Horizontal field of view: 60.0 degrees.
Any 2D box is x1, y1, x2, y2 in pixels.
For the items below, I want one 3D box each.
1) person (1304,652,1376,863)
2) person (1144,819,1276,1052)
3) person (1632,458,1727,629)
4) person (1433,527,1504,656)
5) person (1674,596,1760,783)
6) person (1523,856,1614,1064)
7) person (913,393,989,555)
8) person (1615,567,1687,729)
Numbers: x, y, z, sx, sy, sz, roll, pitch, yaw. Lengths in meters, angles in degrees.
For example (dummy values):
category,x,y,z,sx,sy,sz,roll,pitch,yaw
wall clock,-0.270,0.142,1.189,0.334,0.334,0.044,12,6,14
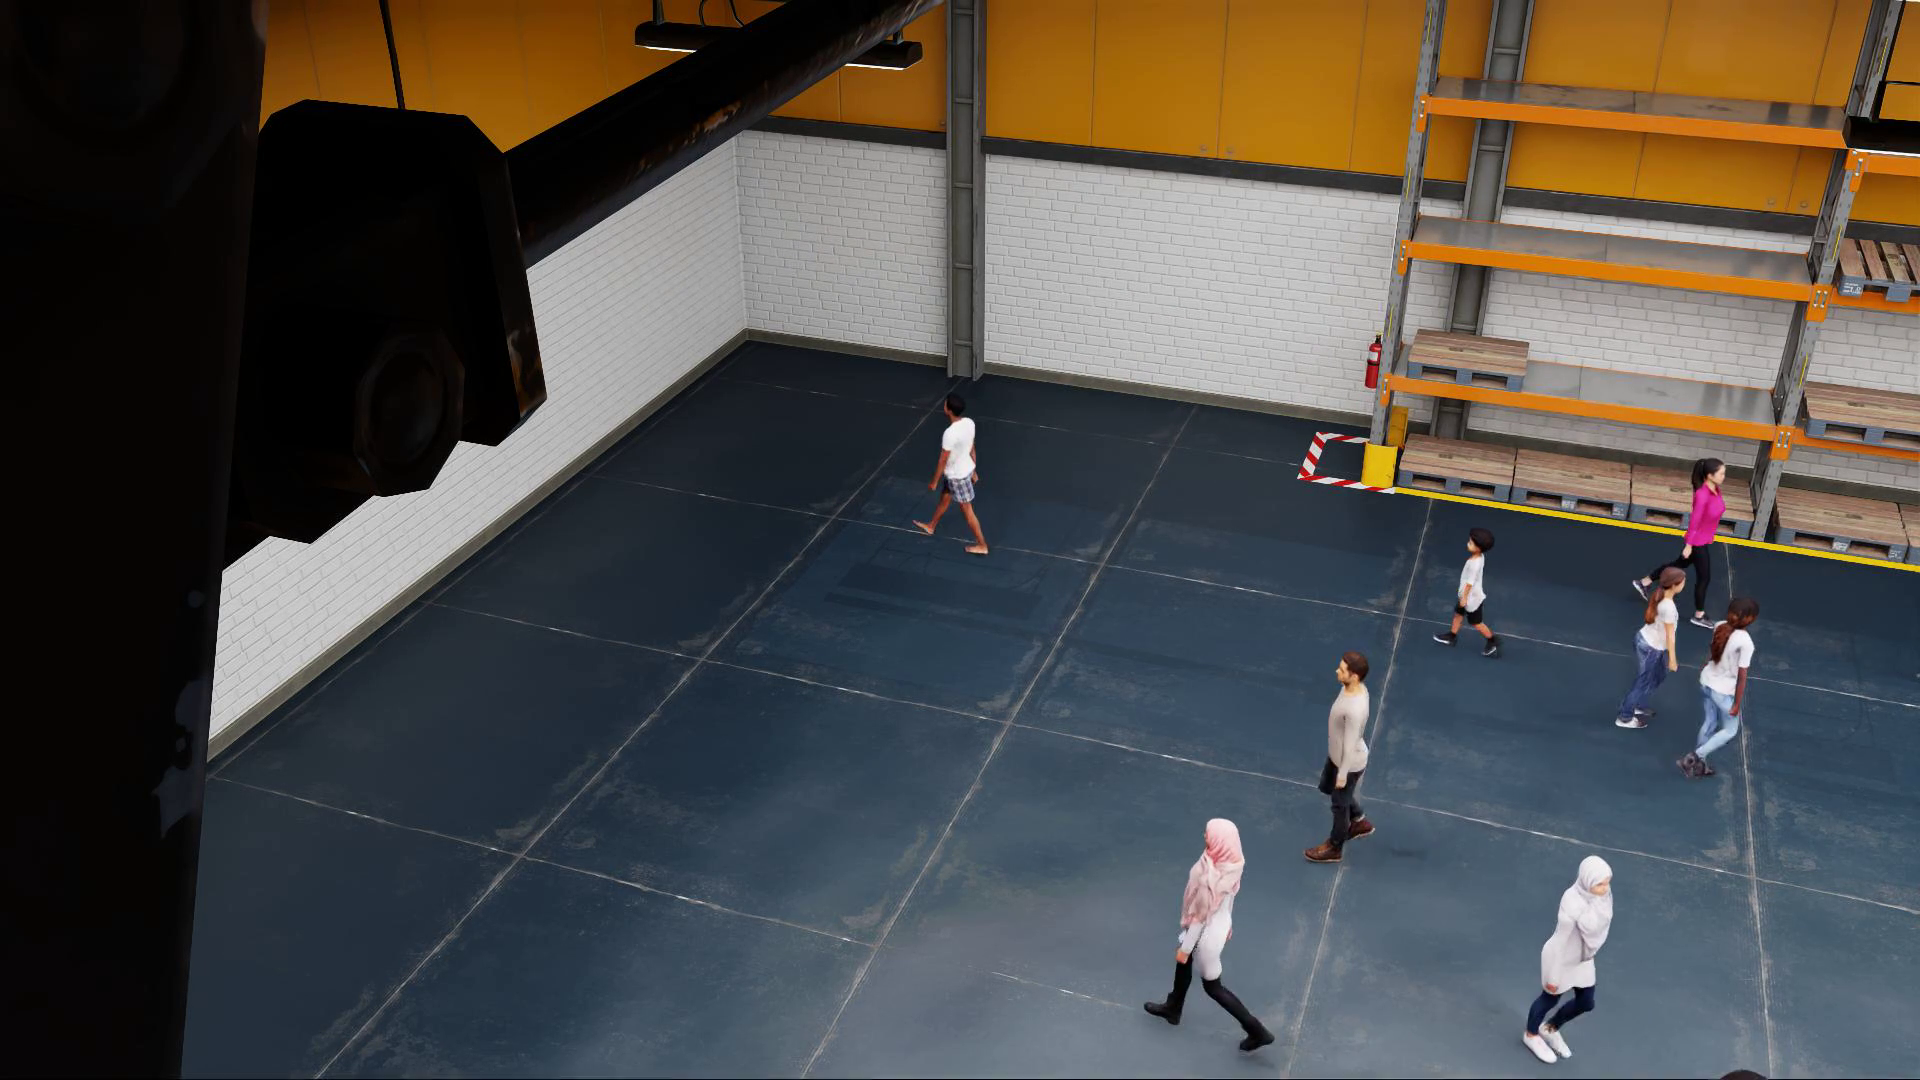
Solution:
category,x,y,z,sx,sy,sz,roll,pitch,yaw
person,2.978,1.651,12.463,0.877,1.857,0.786,0,29,1
person,1.698,2.607,10.799,1.168,1.772,0.697,13,31,22
person,6.874,-0.013,15.711,1.169,1.667,0.830,21,35,33
person,4.751,0.486,15.237,0.825,1.244,0.471,10,30,18
person,6.049,1.226,13.395,0.867,1.710,0.796,-7,29,-13
person,3.867,2.659,10.725,0.763,1.752,0.809,-17,33,-28
person,0.062,-0.613,16.800,1.131,1.678,0.671,12,31,20
person,5.810,0.922,14.126,0.679,1.544,0.617,3,29,6
